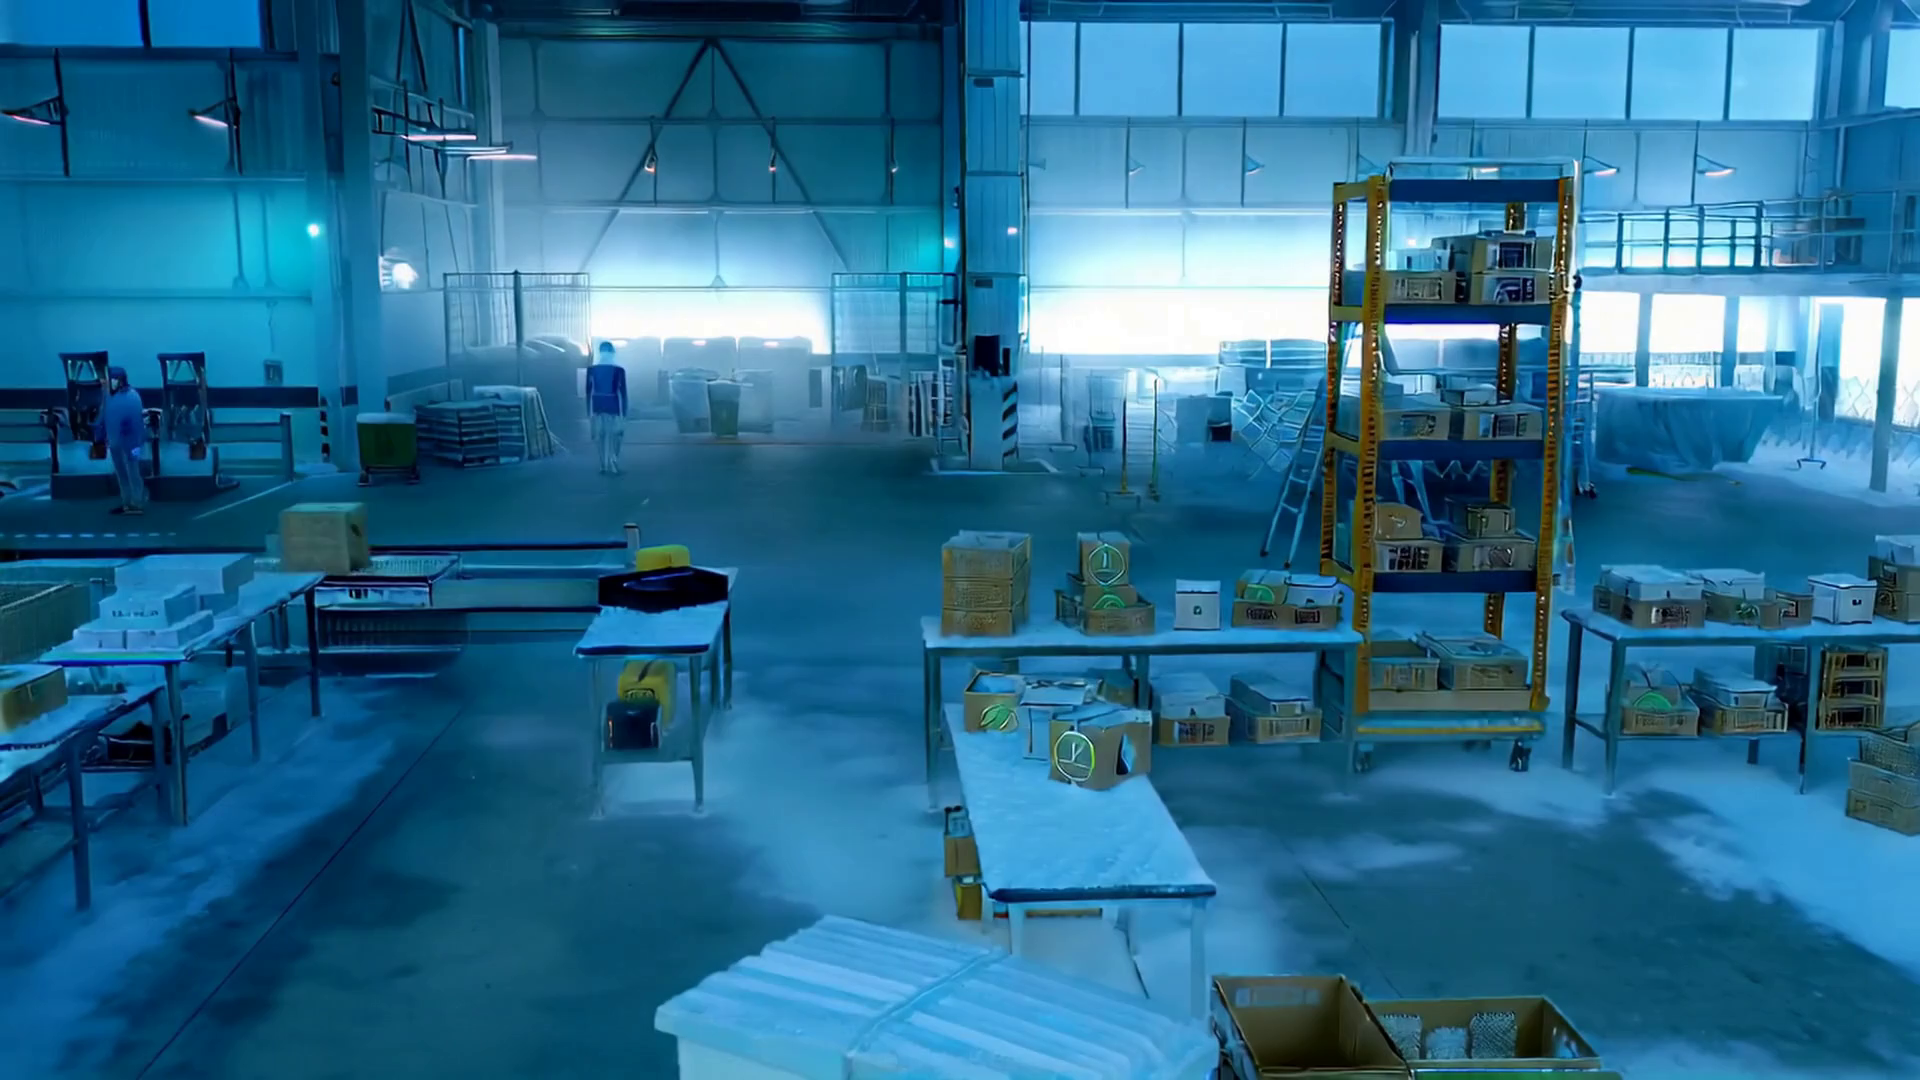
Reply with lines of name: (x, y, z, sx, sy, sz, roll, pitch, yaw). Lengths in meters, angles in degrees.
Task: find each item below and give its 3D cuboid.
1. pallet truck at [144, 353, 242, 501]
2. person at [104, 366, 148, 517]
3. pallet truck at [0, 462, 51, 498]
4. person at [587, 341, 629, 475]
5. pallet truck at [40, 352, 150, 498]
pallet truck: (-10.520, -1.604, 22.925, 0.823, 1.965, 1.885, -1, 9, -6)
person: (-10.525, -1.237, 20.907, 0.651, 1.906, 0.403, 6, 11, 34)
pallet truck: (-13.193, -1.293, 23.148, 0.653, 1.274, 1.630, -1, 9, -4)
person: (-5.343, -2.004, 25.330, 0.655, 2.027, 0.454, 2, 9, 10)
pallet truck: (-11.907, -1.642, 23.165, 0.823, 1.965, 1.885, 0, 9, 0)
